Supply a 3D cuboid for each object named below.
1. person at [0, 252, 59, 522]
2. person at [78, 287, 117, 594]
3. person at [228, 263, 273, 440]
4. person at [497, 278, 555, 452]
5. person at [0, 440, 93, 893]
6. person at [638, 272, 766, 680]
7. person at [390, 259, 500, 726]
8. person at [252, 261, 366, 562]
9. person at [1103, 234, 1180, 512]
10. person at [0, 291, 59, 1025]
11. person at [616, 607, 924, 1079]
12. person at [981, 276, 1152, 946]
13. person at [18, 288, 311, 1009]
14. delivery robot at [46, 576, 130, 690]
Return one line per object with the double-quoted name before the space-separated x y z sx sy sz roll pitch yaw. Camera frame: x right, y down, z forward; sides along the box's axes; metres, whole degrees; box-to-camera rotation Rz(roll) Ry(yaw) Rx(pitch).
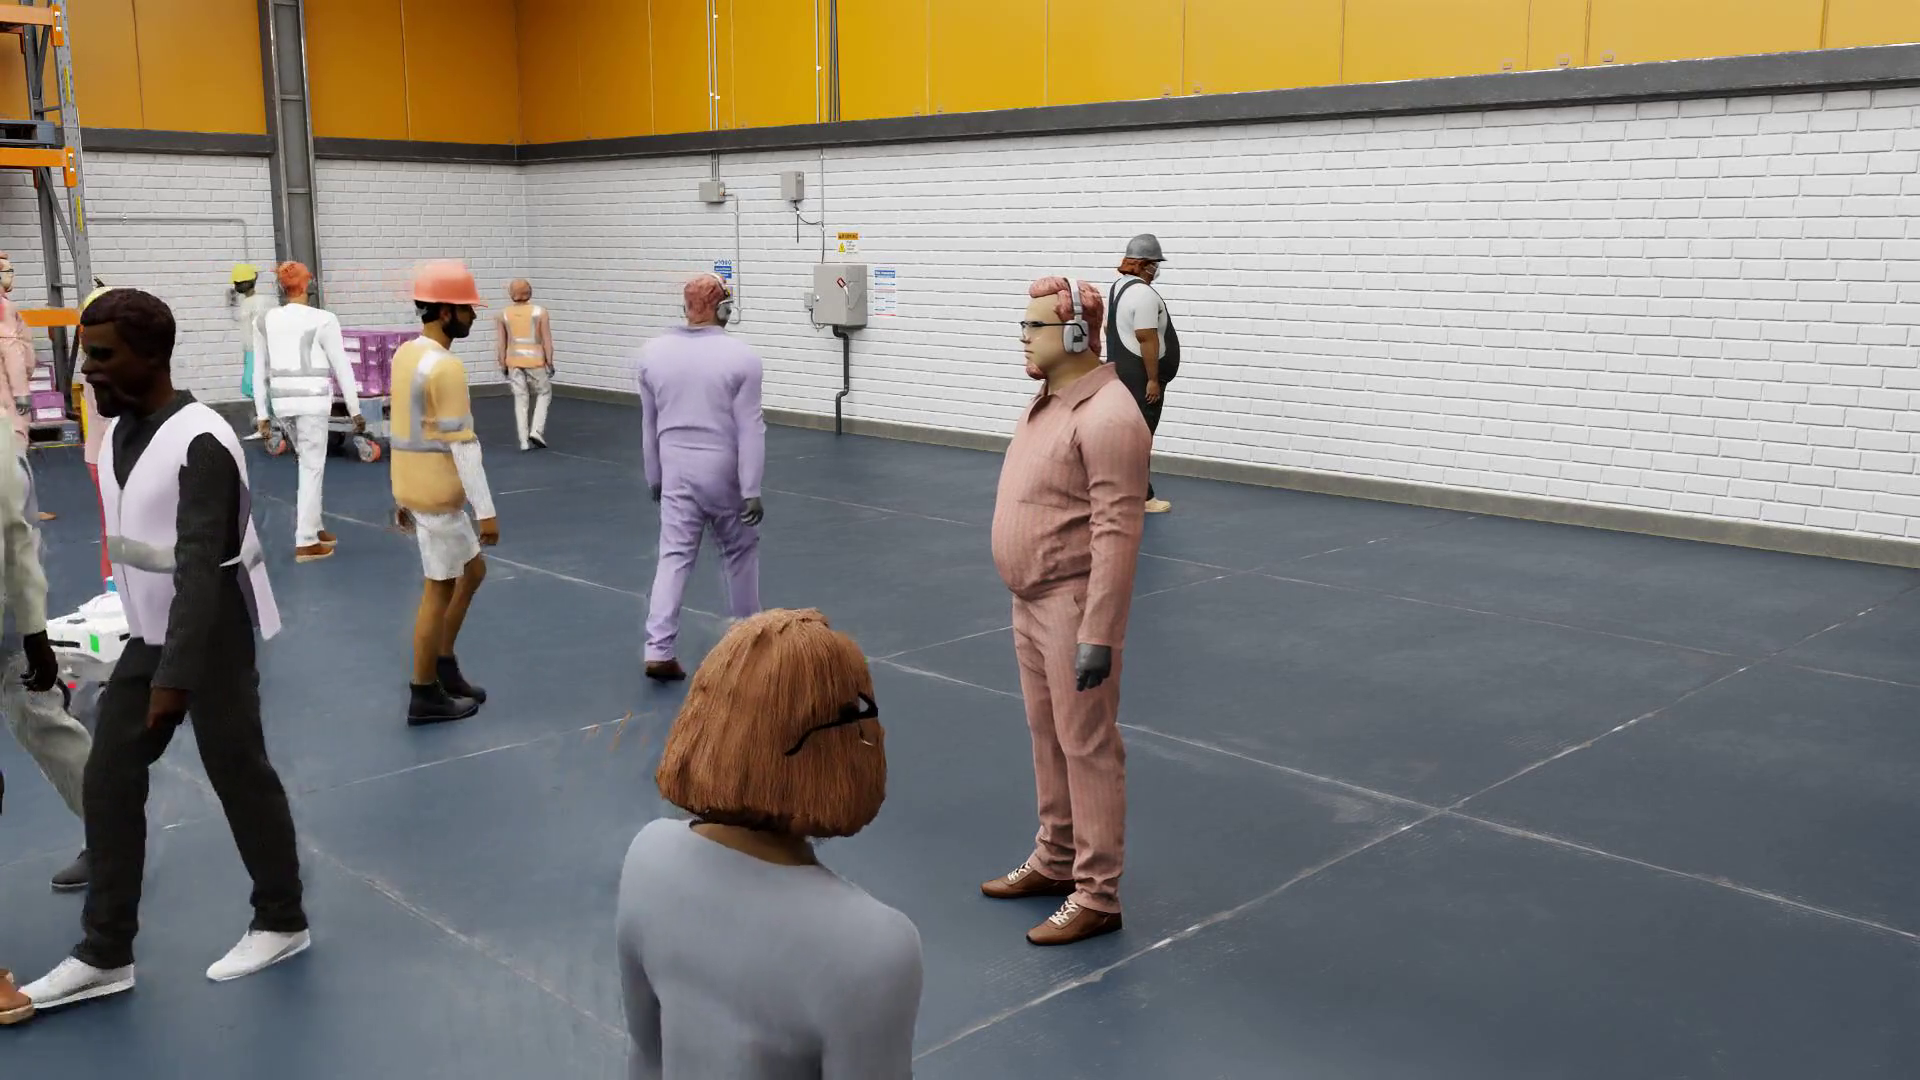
"person" -6.738 -1.071 11.747 0.639 1.910 0.407 7 13 35
"person" -4.238 -0.383 8.407 0.324 1.762 0.537 -5 11 -25
"person" -6.949 -1.835 16.330 0.379 1.744 0.552 -8 13 -36
"person" -4.064 -1.641 15.619 0.531 1.619 0.375 1 10 5
"person" -2.925 0.249 4.898 0.599 1.789 0.928 7 13 34
"person" -1.180 -0.298 7.670 0.654 1.866 0.971 4 11 19
"person" -2.109 -0.185 6.873 0.536 1.917 0.578 -7 13 -34
"person" -4.076 -0.816 10.479 0.603 1.856 0.686 3 11 18
"person" 1.357 -1.233 12.269 0.538 2.000 0.690 -3 11 -17
"person" -2.571 0.266 4.299 0.669 1.961 0.647 1 10 8
"person" -0.270 0.880 1.937 0.503 1.615 0.684 10 14 43
"person" 0.290 0.201 4.819 0.408 1.908 0.646 -3 11 -18
"person" -2.127 0.305 4.328 0.594 1.883 0.861 7 13 35
"delivery robot" -3.613 0.395 7.187 0.477 0.478 0.707 3 11 15
